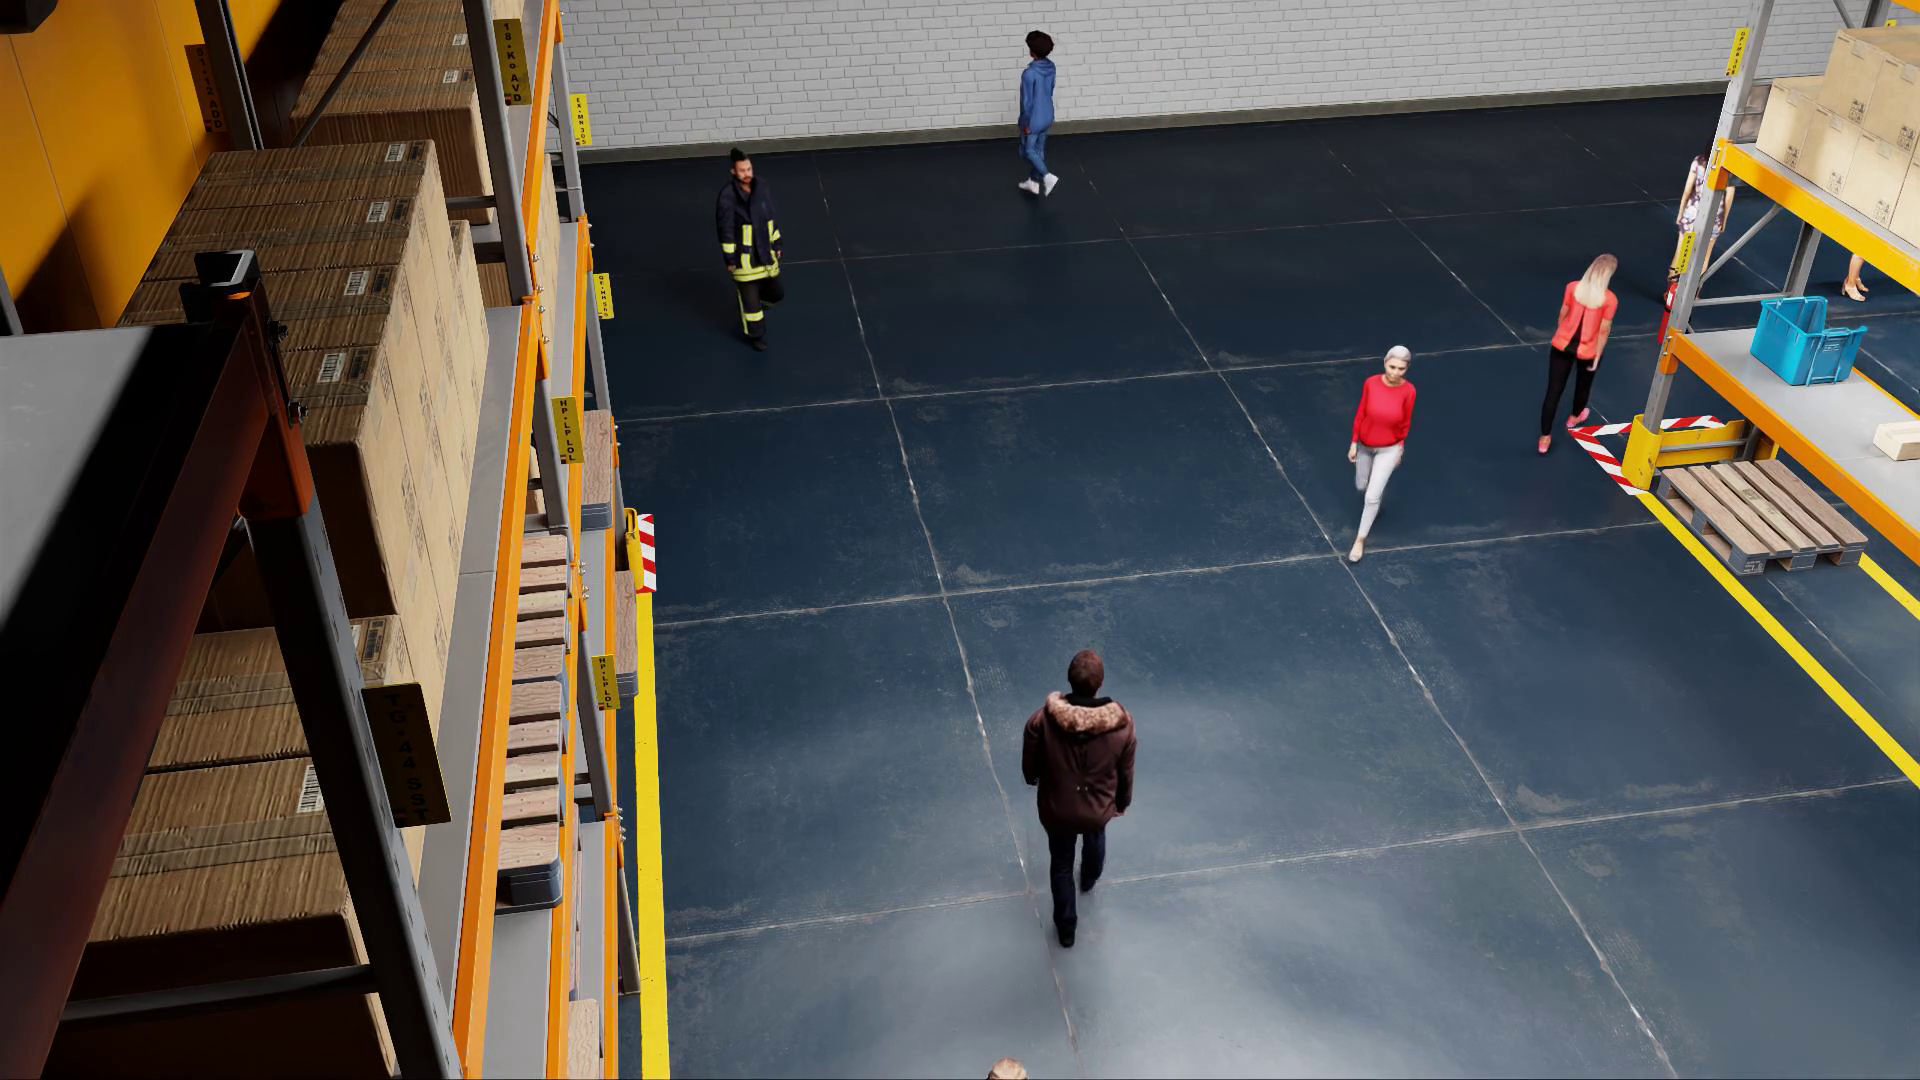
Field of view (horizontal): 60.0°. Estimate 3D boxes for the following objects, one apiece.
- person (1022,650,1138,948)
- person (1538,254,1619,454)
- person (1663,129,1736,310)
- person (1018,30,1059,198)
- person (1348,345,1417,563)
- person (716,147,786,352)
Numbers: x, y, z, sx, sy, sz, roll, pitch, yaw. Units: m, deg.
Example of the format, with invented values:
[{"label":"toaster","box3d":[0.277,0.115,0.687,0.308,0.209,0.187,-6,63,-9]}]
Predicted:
[{"label":"person","box3d":[0.622,1.436,8.849,0.827,1.821,0.969,-1,34,-1]},{"label":"person","box3d":[4.915,-1.457,13.351,1.011,1.655,1.083,18,38,25]},{"label":"person","box3d":[6.981,-3.025,15.641,0.655,1.731,0.697,18,38,25]},{"label":"person","box3d":[0.872,-4.539,17.861,0.947,1.796,1.044,-28,43,-36]},{"label":"person","box3d":[3.083,-0.694,12.190,0.924,1.670,1.070,16,37,23]},{"label":"person","box3d":[-1.909,-2.660,14.982,0.955,1.852,1.016,-23,40,-31]}]
